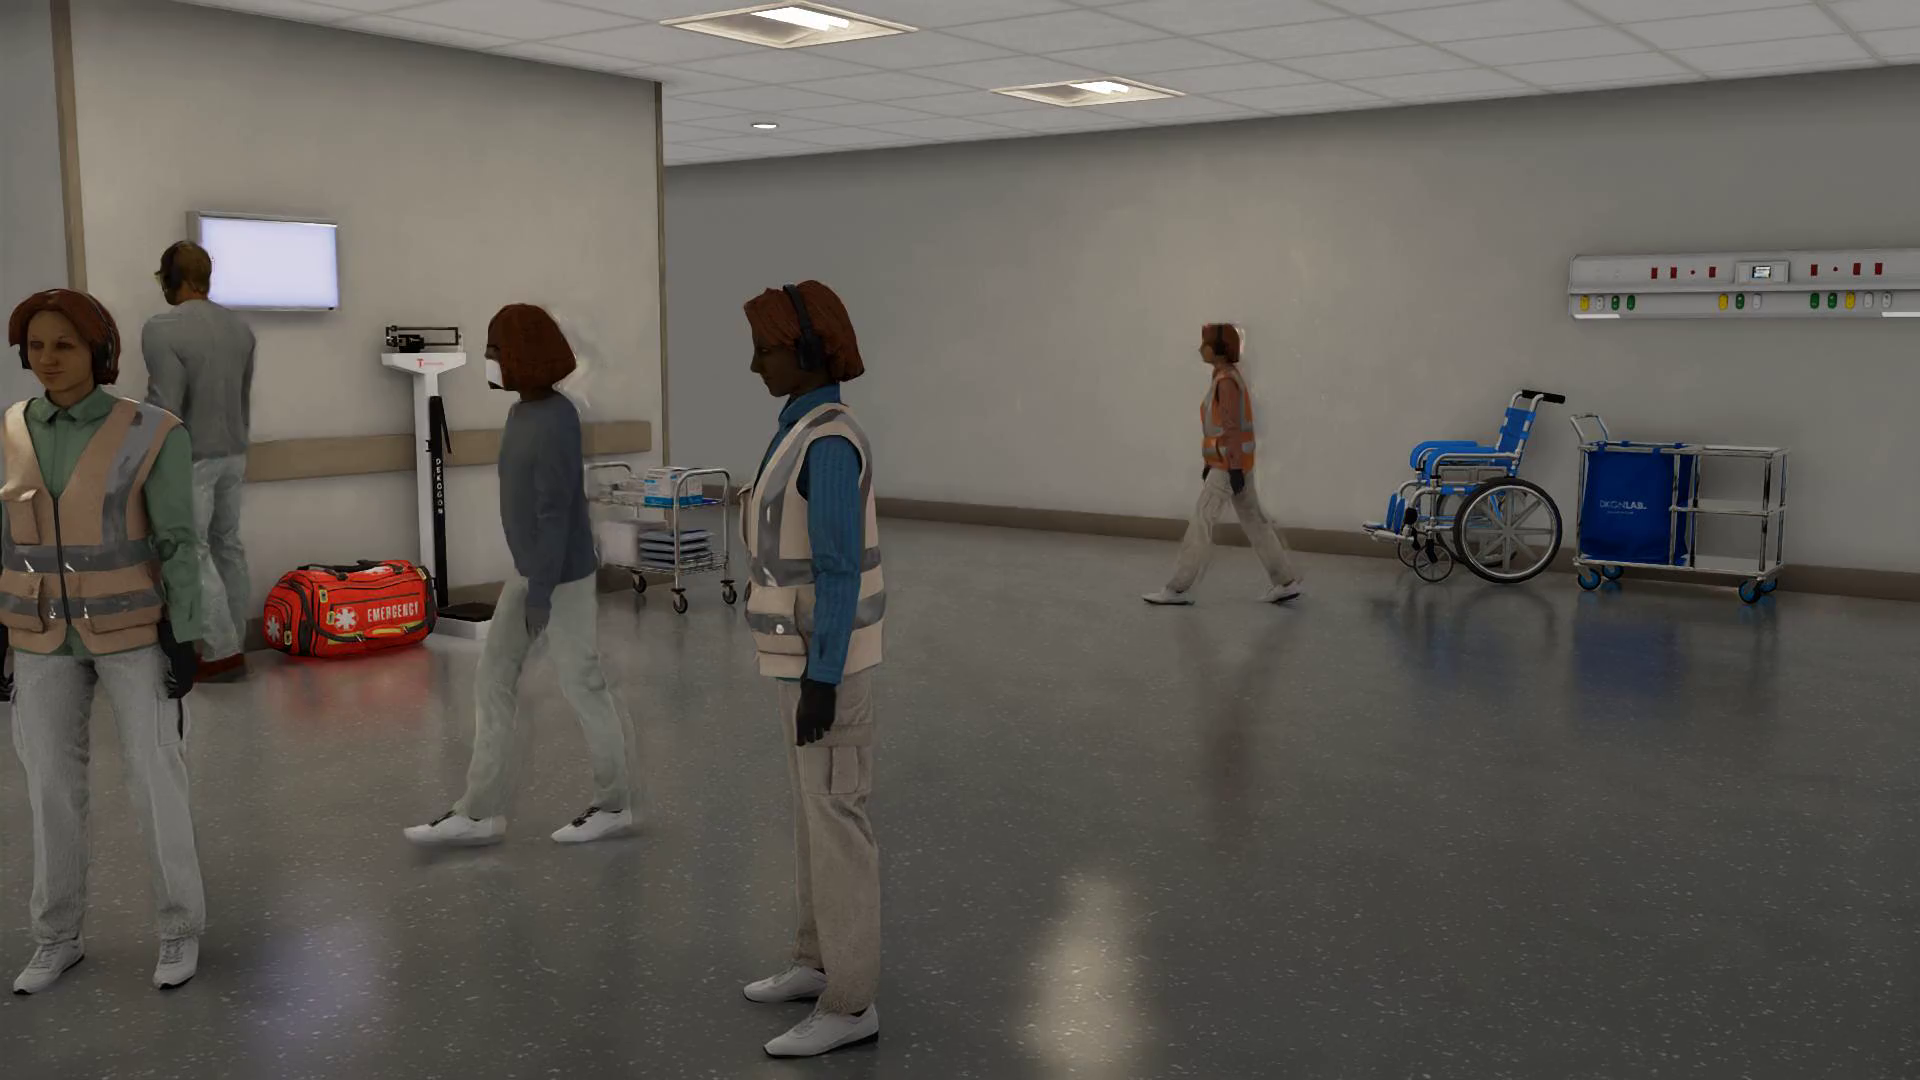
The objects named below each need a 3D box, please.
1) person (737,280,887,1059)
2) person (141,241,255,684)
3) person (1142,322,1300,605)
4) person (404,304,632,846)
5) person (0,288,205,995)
[{"bbox_3d":[-0.314,0.271,3.575,0.310,1.640,0.514,-2,7,-13],"label":"person"},{"bbox_3d":[-3.323,-0.332,7.299,0.511,1.930,0.653,2,7,13],"label":"person"},{"bbox_3d":[1.512,-0.419,9.310,0.871,1.591,0.533,1,7,11],"label":"person"},{"bbox_3d":[-1.300,0.127,4.833,0.752,1.597,0.530,-4,8,-31],"label":"person"},{"bbox_3d":[-2.012,0.242,3.858,0.514,1.630,0.318,-1,7,-5],"label":"person"}]
